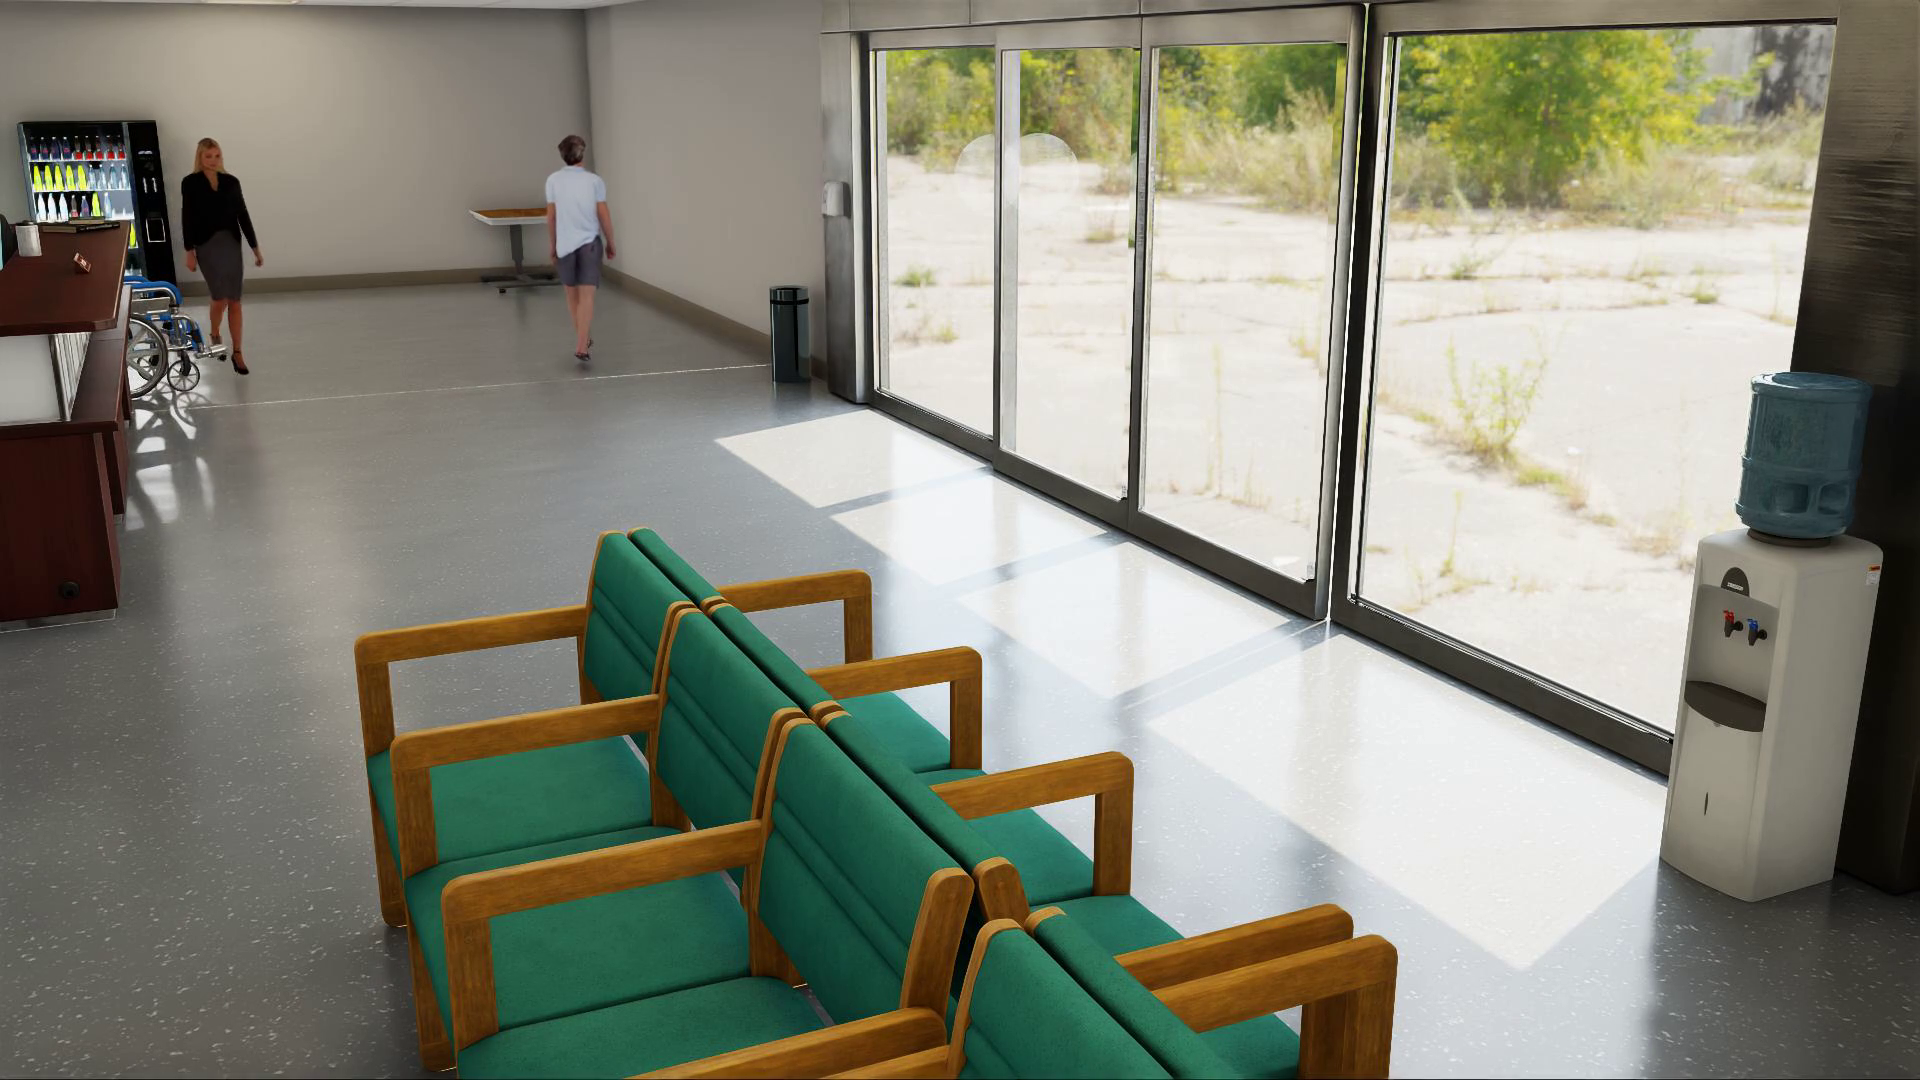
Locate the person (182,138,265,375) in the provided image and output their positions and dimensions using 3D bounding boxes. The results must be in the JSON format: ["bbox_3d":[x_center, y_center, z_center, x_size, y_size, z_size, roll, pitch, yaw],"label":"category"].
[{"bbox_3d":[-5.792,-2.182,12.903,0.872,1.826,0.777,12,19,35],"label":"person"}]

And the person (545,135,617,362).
[{"bbox_3d":[-3.100,-2.322,13.464,1.207,1.791,1.043,-1,16,-2],"label":"person"}]
